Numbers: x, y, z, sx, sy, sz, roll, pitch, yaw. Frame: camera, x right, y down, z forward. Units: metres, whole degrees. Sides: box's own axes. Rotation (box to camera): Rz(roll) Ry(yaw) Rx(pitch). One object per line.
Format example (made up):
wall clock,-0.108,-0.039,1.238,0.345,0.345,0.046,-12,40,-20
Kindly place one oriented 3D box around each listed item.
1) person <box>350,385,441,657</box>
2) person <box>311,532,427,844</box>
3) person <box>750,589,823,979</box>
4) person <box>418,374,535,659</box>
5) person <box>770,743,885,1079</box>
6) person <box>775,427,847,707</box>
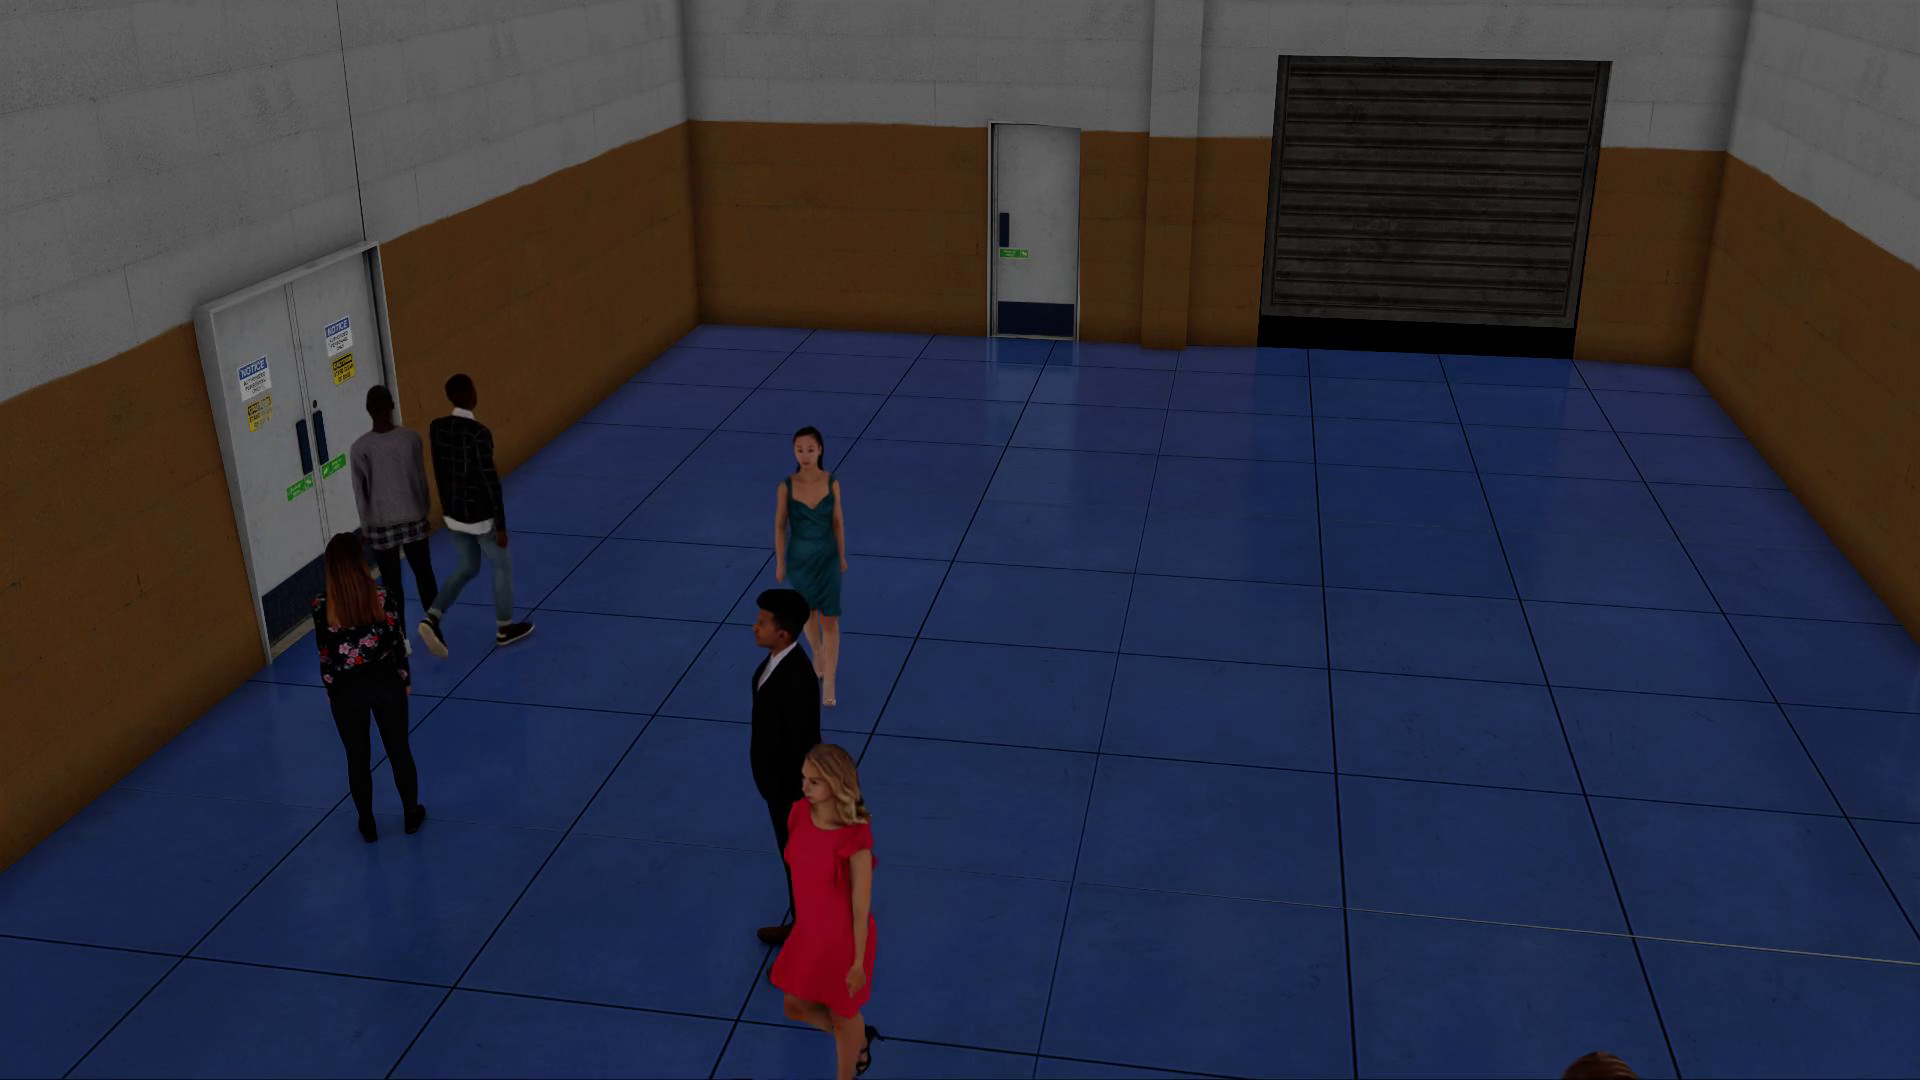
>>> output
person,-3.553,-0.126,10.492,0.676,1.771,0.739,-14,26,-31
person,-3.007,0.746,8.439,0.596,1.682,0.709,-7,23,-17
person,-0.726,1.067,7.371,0.711,1.883,0.766,-5,22,-13
person,-3.136,-0.117,10.439,1.072,1.792,0.980,13,26,30
person,-0.437,1.512,6.487,0.774,1.717,0.814,18,28,38
person,-0.887,0.117,10.041,0.927,1.655,0.795,-2,22,-5
